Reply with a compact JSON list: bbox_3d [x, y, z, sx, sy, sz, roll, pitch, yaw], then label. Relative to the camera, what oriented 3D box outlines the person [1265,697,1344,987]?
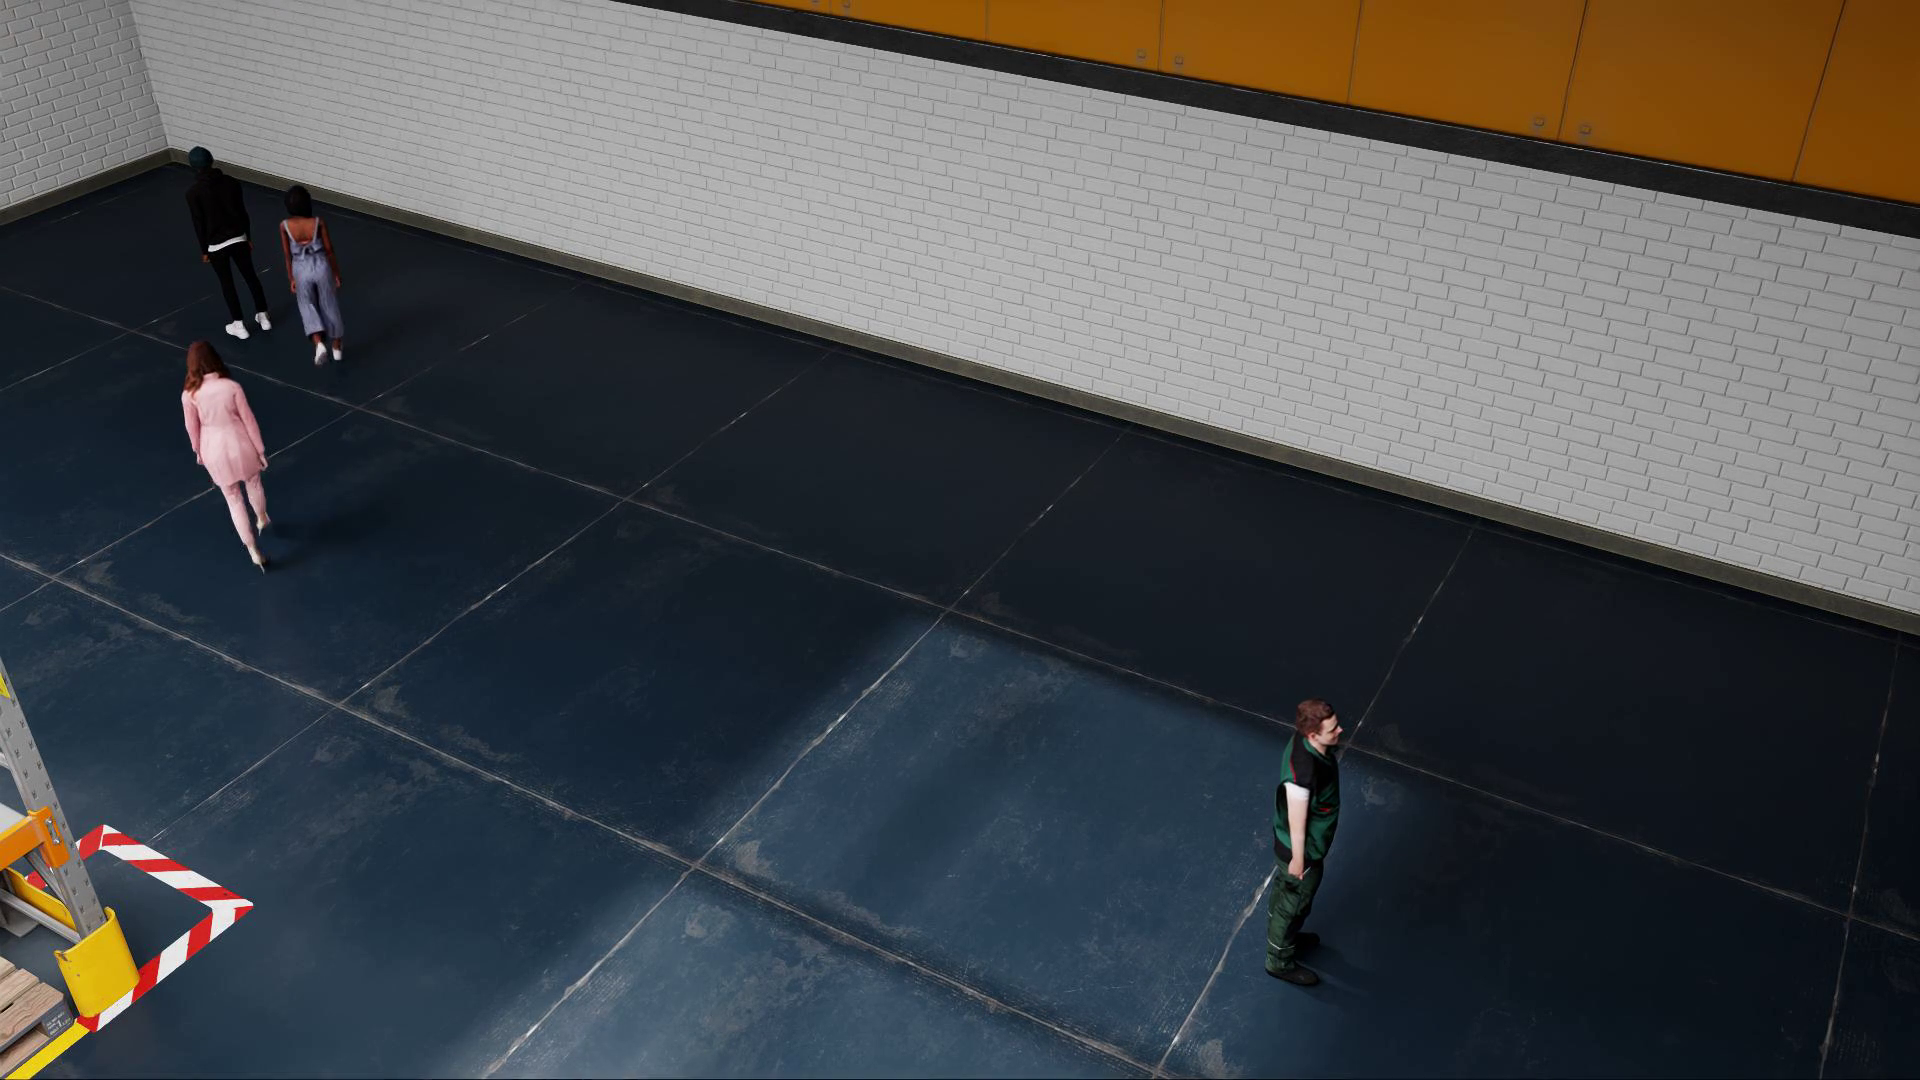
[{"bbox_3d":[1.813,1.568,8.788,0.774,1.843,0.645,6,34,9],"label":"person"}]

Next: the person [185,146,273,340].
[{"bbox_3d":[-6.751,-2.750,15.308,0.780,1.818,0.606,28,43,35],"label":"person"}]

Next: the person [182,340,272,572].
[{"bbox_3d":[-5.280,-0.552,12.041,1.018,1.773,1.040,-12,36,-18],"label":"person"}]

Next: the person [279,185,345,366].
[{"bbox_3d":[-5.735,-2.304,14.759,0.878,1.682,0.917,-11,35,-16],"label":"person"}]
